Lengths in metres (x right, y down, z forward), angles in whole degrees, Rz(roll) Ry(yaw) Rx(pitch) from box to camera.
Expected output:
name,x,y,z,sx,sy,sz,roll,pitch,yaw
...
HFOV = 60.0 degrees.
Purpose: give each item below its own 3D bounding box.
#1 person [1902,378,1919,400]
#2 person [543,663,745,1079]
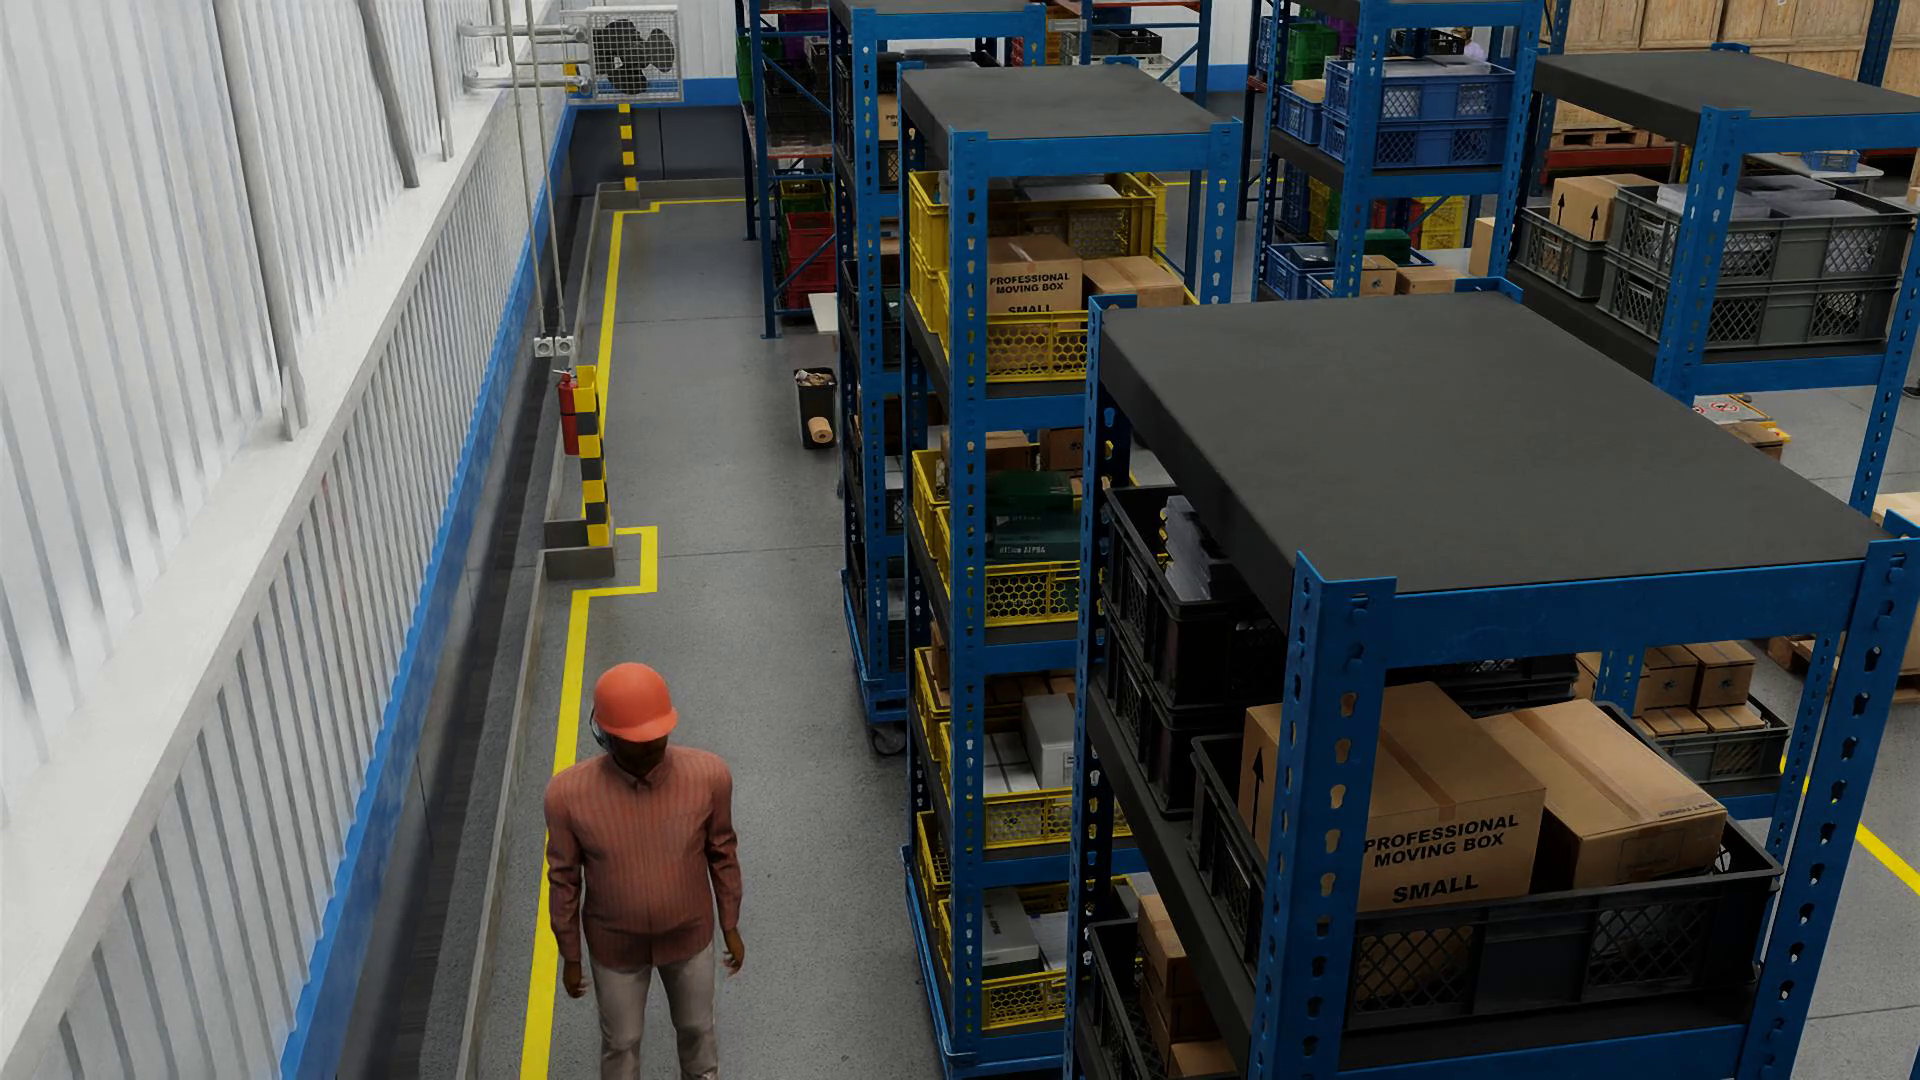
name,x,y,z,sx,sy,sz,roll,pitch,yaw
person,7.597,-1.962,12.673,0.589,1.834,0.403,-19,31,-35
person,-1.008,1.285,5.424,0.622,1.995,0.379,-8,26,-17
